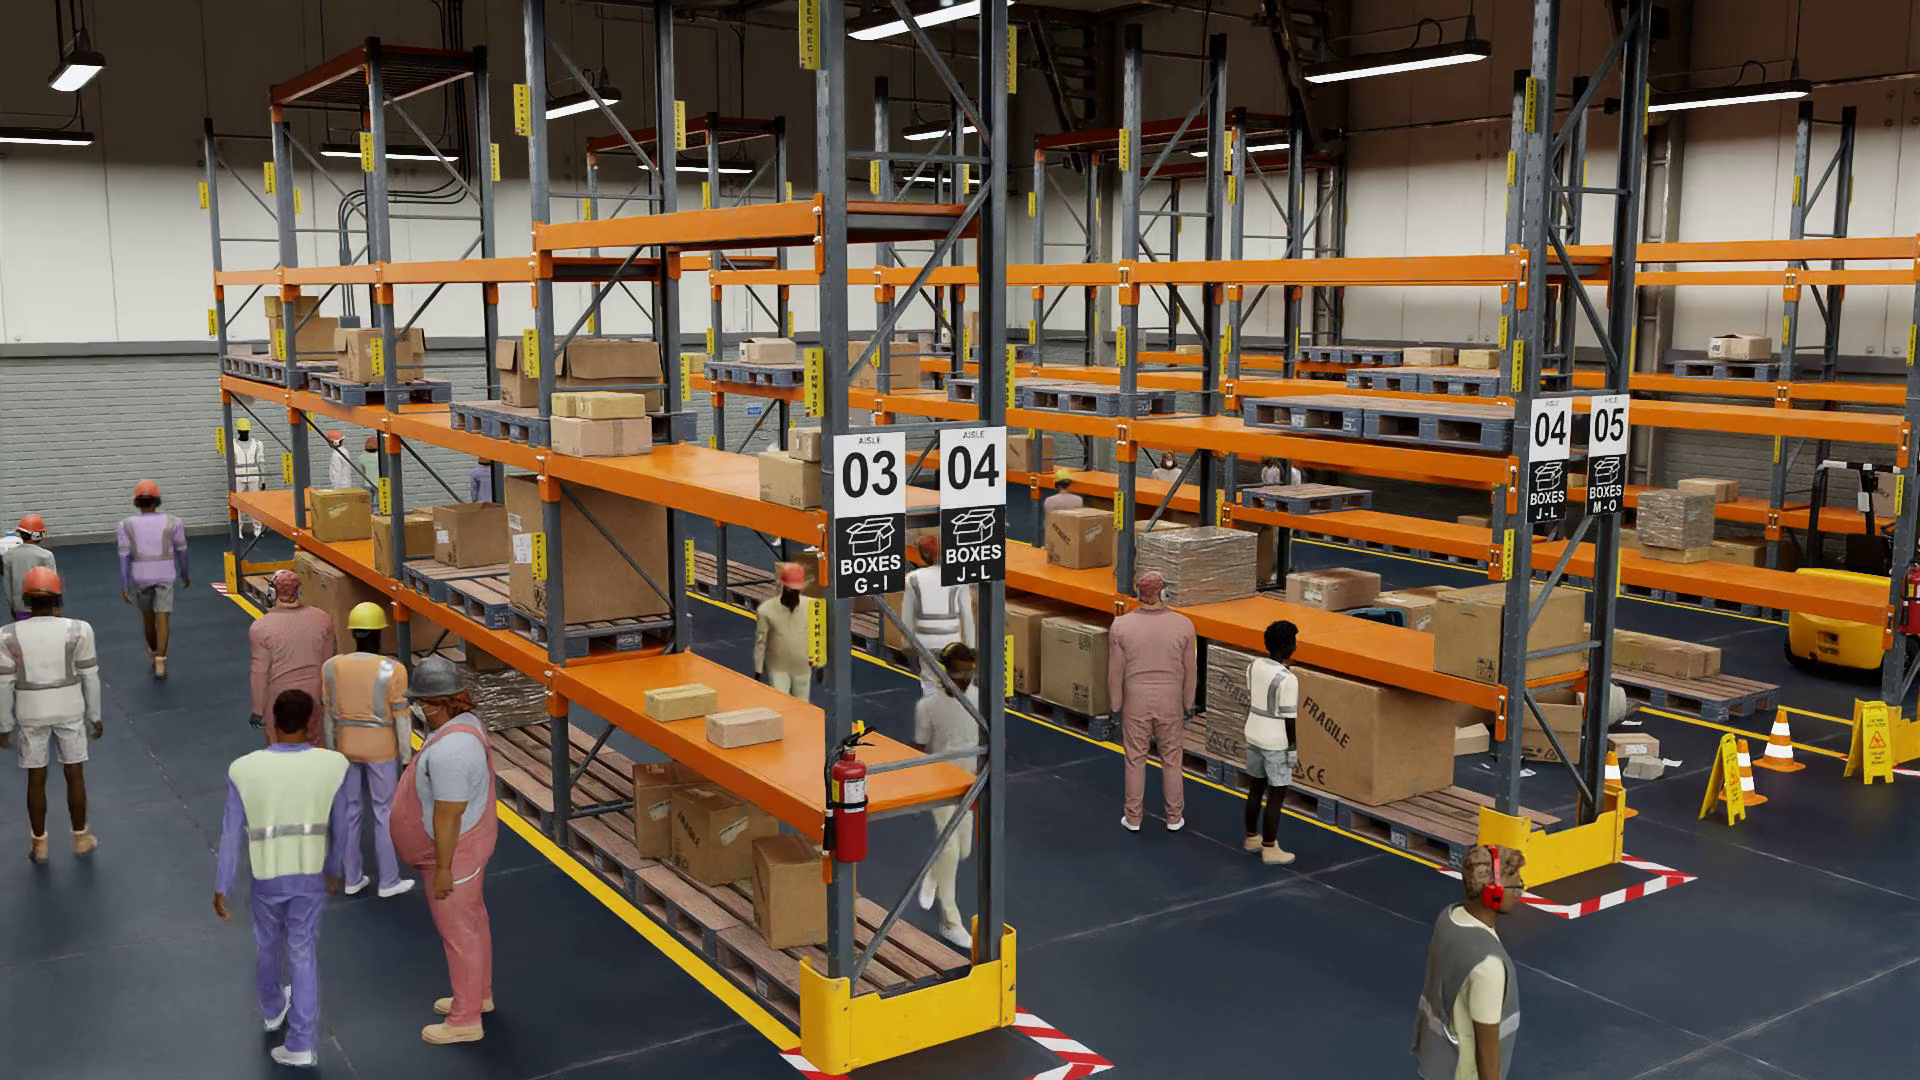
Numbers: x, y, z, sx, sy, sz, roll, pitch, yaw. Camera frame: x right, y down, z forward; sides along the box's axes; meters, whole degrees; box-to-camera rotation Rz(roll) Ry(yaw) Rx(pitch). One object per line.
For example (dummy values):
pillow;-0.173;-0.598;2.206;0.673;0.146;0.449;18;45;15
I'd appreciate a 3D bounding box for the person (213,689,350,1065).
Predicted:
person;-3.484;1.711;8.575;0.681;1.860;0.873;-4;9;-25

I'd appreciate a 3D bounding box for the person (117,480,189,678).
person;-8.203;0.393;16.931;0.616;2.001;1.036;-3;9;-17

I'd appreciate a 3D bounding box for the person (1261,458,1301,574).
person;4.445;-0.430;22.959;0.597;1.828;0.403;6;11;36

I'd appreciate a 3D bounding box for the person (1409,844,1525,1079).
person;1.932;2.054;6.383;0.381;1.835;0.561;0;9;3

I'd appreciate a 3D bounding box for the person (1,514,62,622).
person;-8.991;0.619;16.189;0.573;1.749;0.343;2;9;12

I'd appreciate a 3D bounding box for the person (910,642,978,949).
person;-0.083;1.486;10.126;0.526;1.846;0.751;-5;10;-30

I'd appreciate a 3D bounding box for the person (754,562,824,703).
person;-1.420;1.002;13.759;0.595;1.720;0.682;-2;9;-15

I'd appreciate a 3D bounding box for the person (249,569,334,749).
person;-4.871;1.158;12.098;0.407;1.906;0.655;6;11;36

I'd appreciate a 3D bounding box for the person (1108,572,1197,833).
person;1.388;1.172;12.023;0.636;1.903;0.404;1;9;4

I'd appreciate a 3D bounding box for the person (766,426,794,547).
person;-2.683;-0.857;25.677;0.680;1.868;0.920;4;10;27

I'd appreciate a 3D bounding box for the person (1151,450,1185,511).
person;2.983;-0.481;23.914;0.497;1.633;0.286;-1;9;-3

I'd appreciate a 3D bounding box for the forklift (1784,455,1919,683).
forklift;9.643;0.253;17.172;2.313;2.155;1.214;-6;10;-33

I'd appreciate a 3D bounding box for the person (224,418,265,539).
person;-11.264;-0.968;26.230;0.584;1.918;0.401;-6;10;-33

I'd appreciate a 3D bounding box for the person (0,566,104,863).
person;-6.244;1.197;11.415;0.649;2.032;0.406;-4;9;-25

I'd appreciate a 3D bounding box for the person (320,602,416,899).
person;-3.814;1.354;10.768;0.590;1.918;0.407;1;9;8

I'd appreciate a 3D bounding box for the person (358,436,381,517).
person;-9.215;-0.816;26.178;0.502;1.629;0.286;1;9;9

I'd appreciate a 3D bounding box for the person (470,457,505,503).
person;-6.841;-0.520;24.161;0.501;1.636;0.278;-1;9;-6

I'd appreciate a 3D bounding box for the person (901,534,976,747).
person;-0.134;0.870;14.188;0.750;1.856;0.389;1;9;5

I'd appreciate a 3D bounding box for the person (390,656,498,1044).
person;-2.708;1.596;8.738;0.535;2.000;0.683;-2;9;-11

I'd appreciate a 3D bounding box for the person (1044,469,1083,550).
person;1.287;-0.018;20.548;0.533;1.725;0.924;-2;9;-14

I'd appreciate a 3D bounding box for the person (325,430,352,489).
person;-9.744;-0.863;26.094;0.349;1.743;0.563;-1;9;-6

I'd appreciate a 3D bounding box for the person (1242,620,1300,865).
person;2.134;1.377;11.369;0.320;1.686;0.539;-3;9;-22
